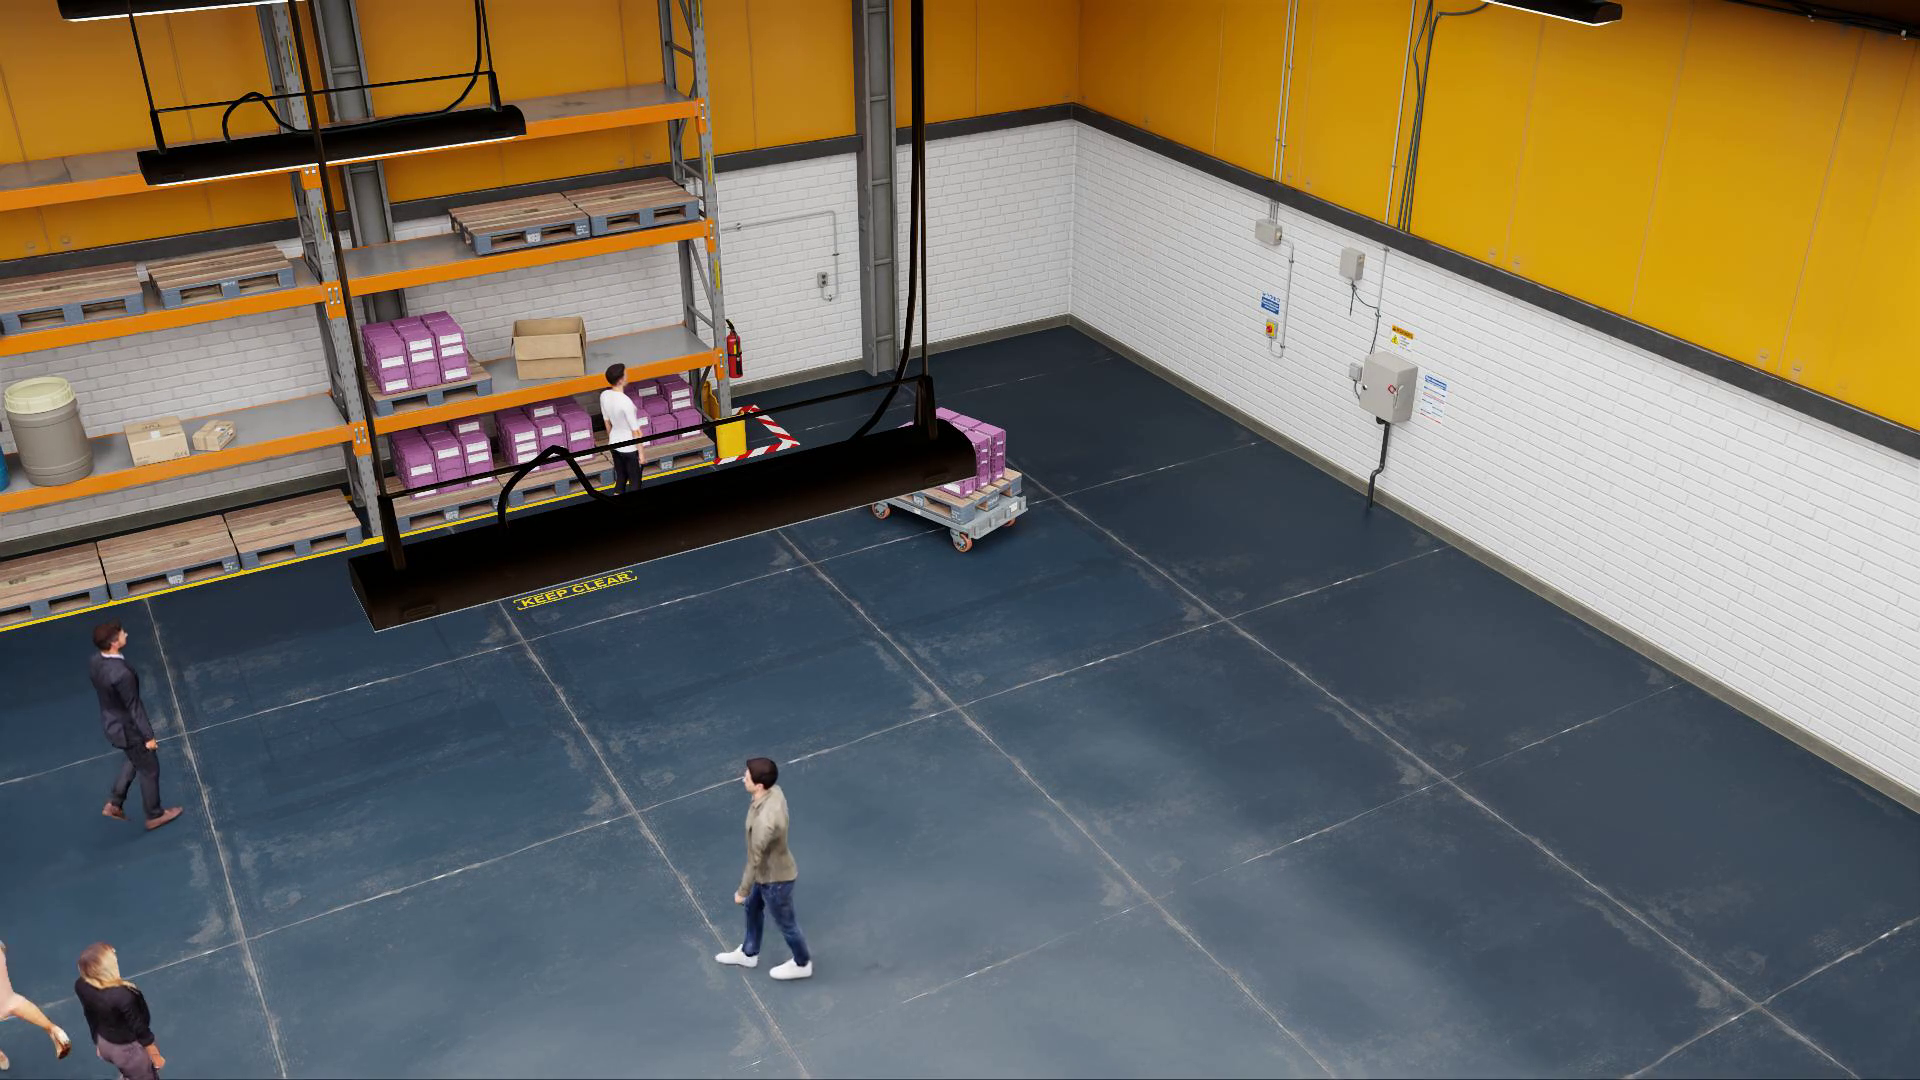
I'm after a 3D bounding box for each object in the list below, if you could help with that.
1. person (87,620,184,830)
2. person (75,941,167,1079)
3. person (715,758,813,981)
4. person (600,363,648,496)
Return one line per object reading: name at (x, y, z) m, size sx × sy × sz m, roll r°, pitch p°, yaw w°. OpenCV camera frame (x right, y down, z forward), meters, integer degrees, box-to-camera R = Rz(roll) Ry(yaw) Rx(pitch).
person at (-6.498, 1.483, 12.839) m, size 0.833 × 1.852 × 0.919 m, roll 17°, pitch 33°, yaw 29°
person at (-5.072, 3.143, 9.991) m, size 0.783 × 1.665 × 0.855 m, roll 13°, pitch 31°, yaw 23°
person at (-1.189, 2.287, 11.377) m, size 1.055 × 1.841 × 0.928 m, roll -3°, pitch 29°, yaw -5°
person at (-3.500, -0.979, 17.353) m, size 0.738 × 1.852 × 0.696 m, roll 21°, pitch 35°, yaw 34°
